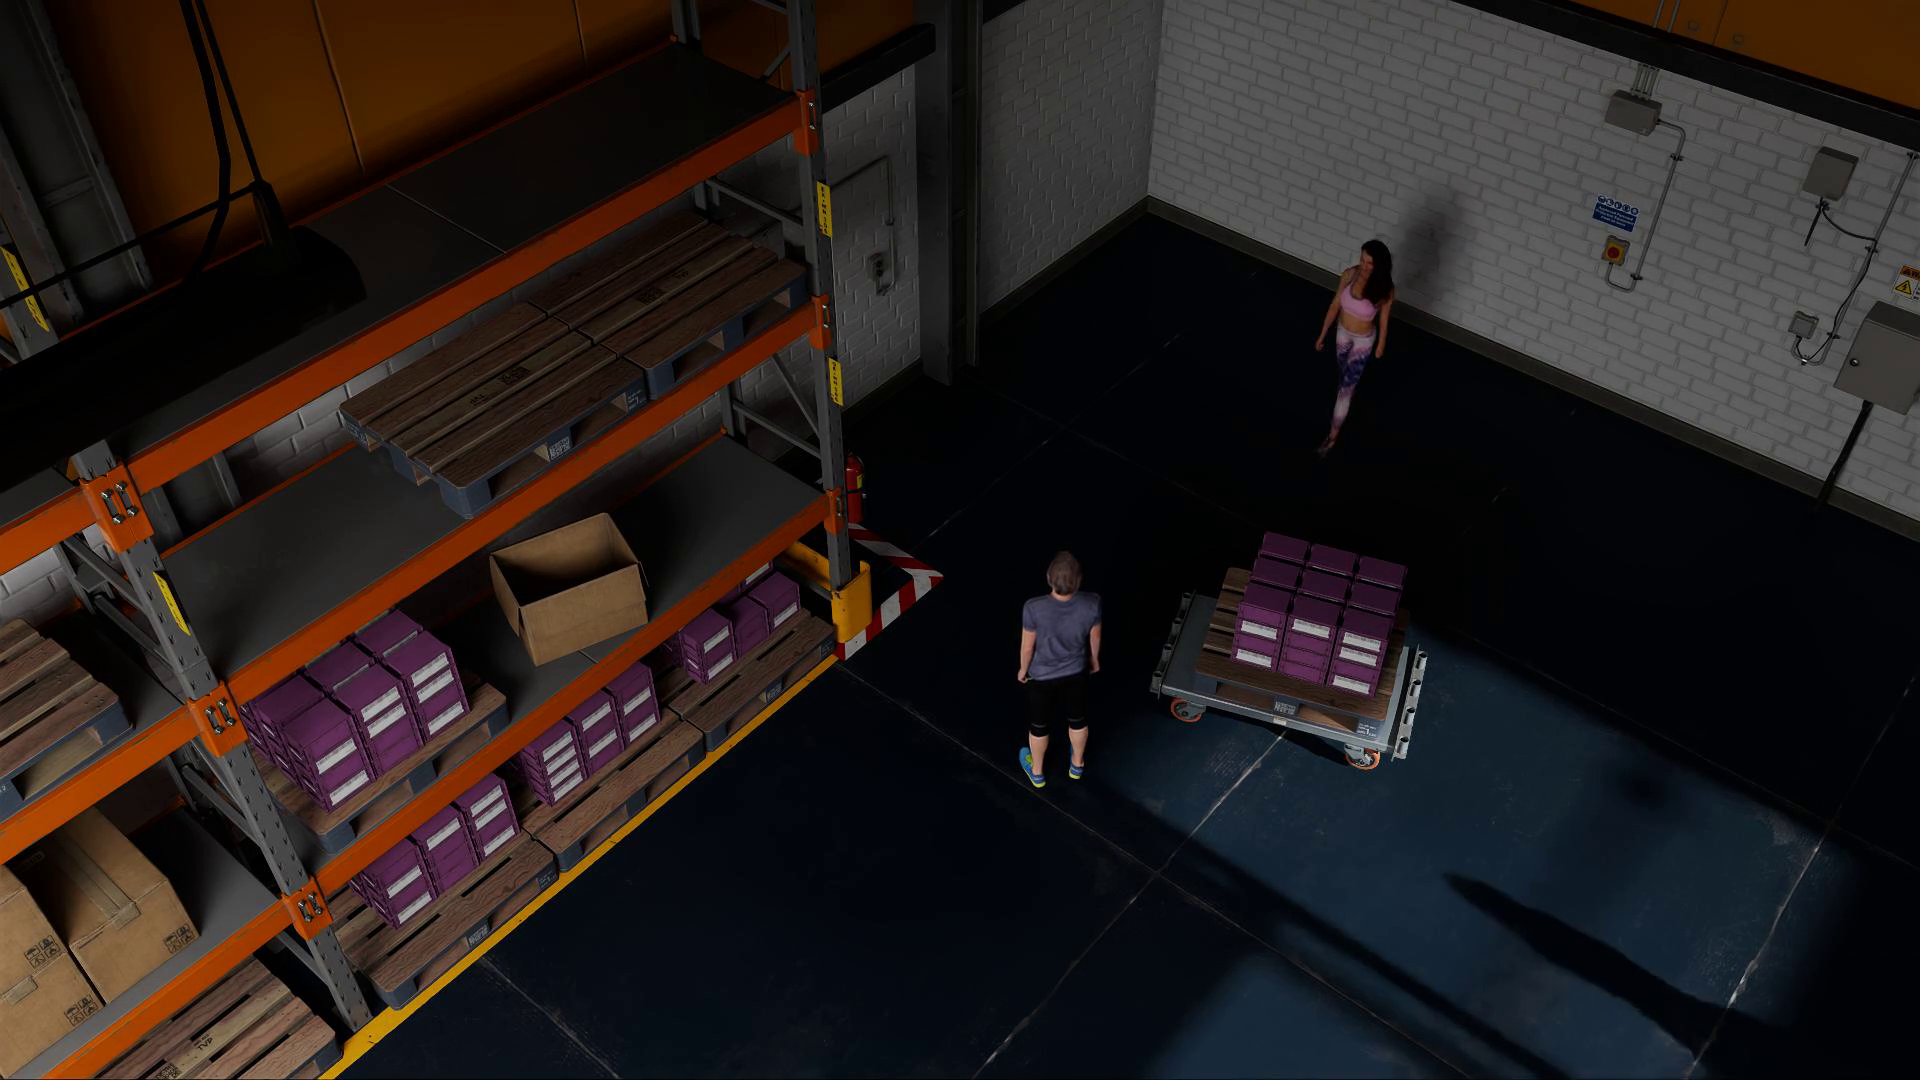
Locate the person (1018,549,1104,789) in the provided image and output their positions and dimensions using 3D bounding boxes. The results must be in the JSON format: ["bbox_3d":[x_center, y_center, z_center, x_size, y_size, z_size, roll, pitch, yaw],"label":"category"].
[{"bbox_3d":[0.595,0.780,10.004,0.727,1.887,0.805,-7,44,-7],"label":"person"}]

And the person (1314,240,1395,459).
[{"bbox_3d":[3.020,-1.541,12.545,0.965,1.741,0.635,-34,53,-31],"label":"person"}]
